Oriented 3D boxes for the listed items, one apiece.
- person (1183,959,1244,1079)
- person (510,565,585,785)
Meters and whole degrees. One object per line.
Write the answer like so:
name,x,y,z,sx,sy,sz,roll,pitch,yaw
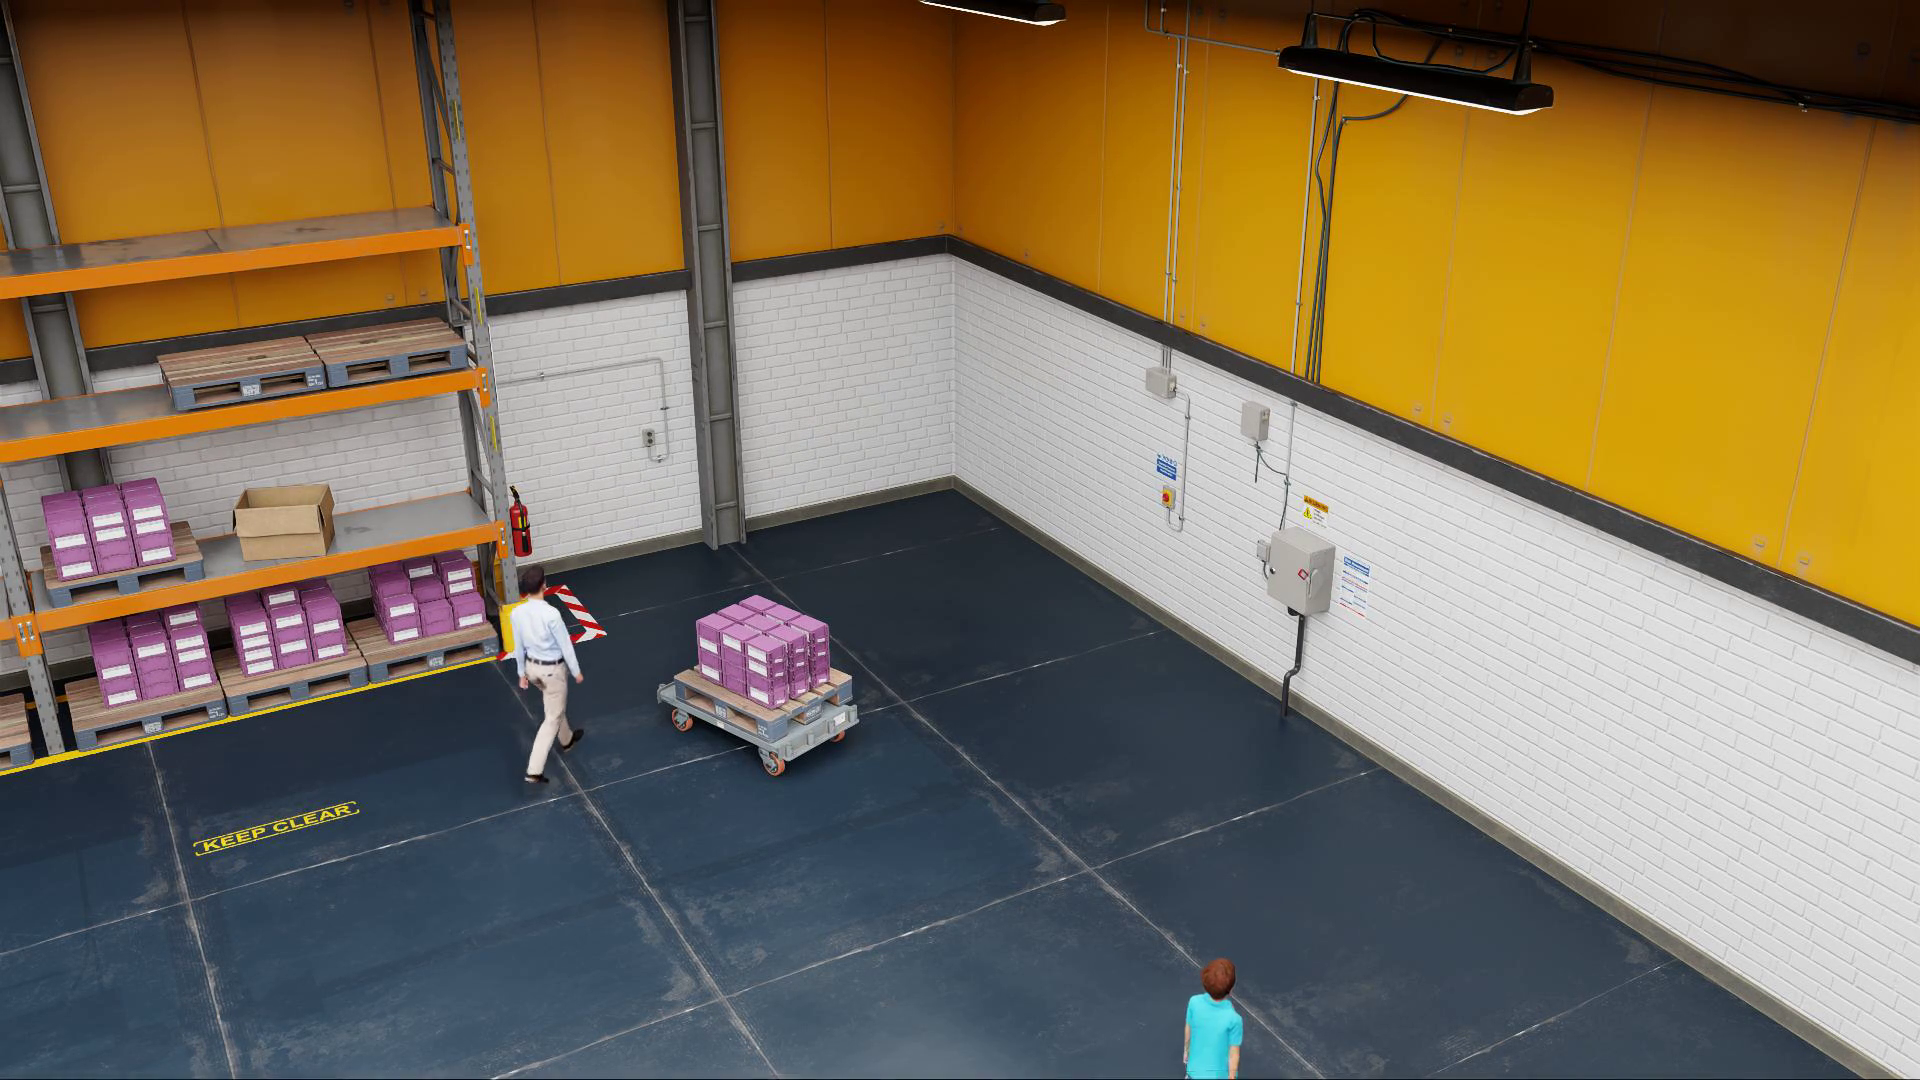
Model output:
person,1.408,3.078,9.571,0.768,1.425,0.991,16,28,32
person,-3.397,1.118,13.556,1.121,1.823,1.281,10,25,21
